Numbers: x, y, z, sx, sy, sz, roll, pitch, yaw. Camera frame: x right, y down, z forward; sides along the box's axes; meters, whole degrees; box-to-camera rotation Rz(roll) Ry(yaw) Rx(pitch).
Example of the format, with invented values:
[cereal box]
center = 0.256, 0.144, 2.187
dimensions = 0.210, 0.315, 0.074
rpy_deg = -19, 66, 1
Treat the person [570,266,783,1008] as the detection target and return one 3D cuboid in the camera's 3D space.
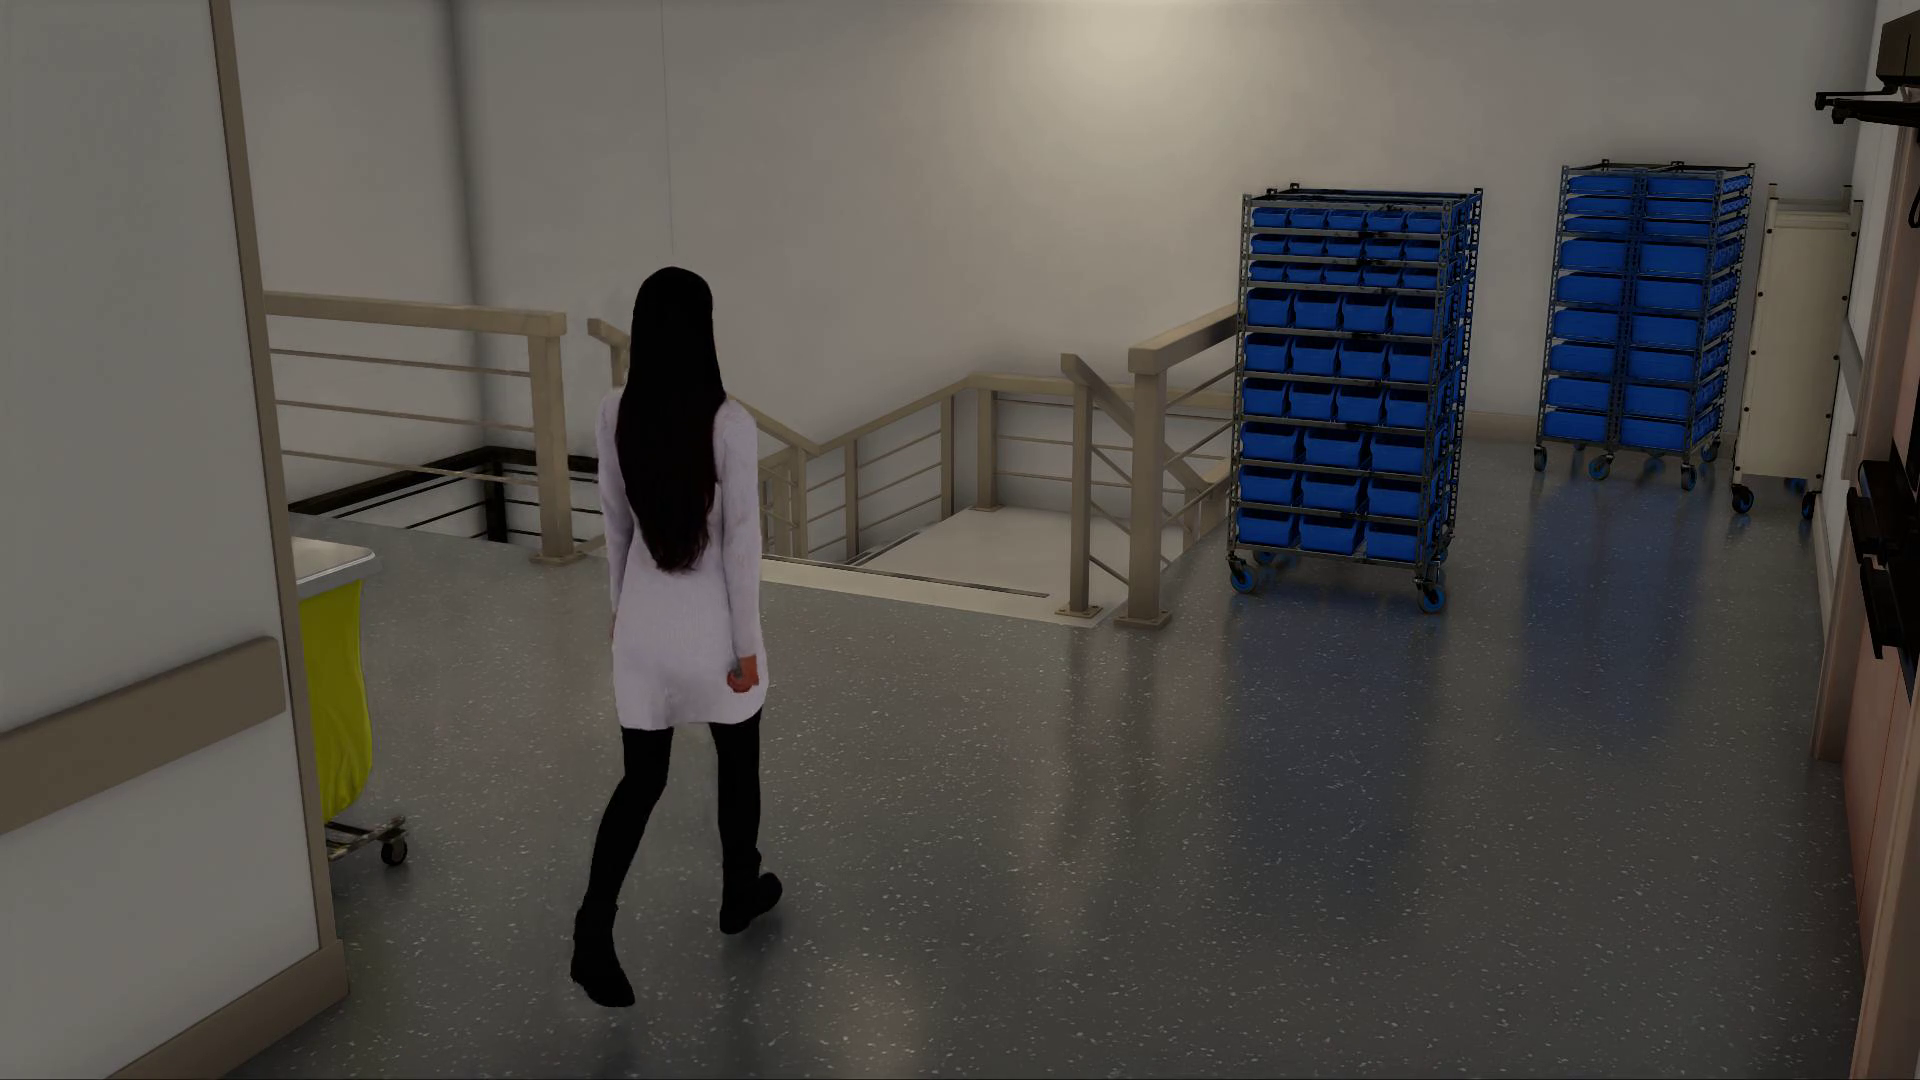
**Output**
[person]
center = -0.725, 0.271, 4.022
dimensions = 0.676, 1.778, 1.134
rpy_deg = 5, 17, 18
